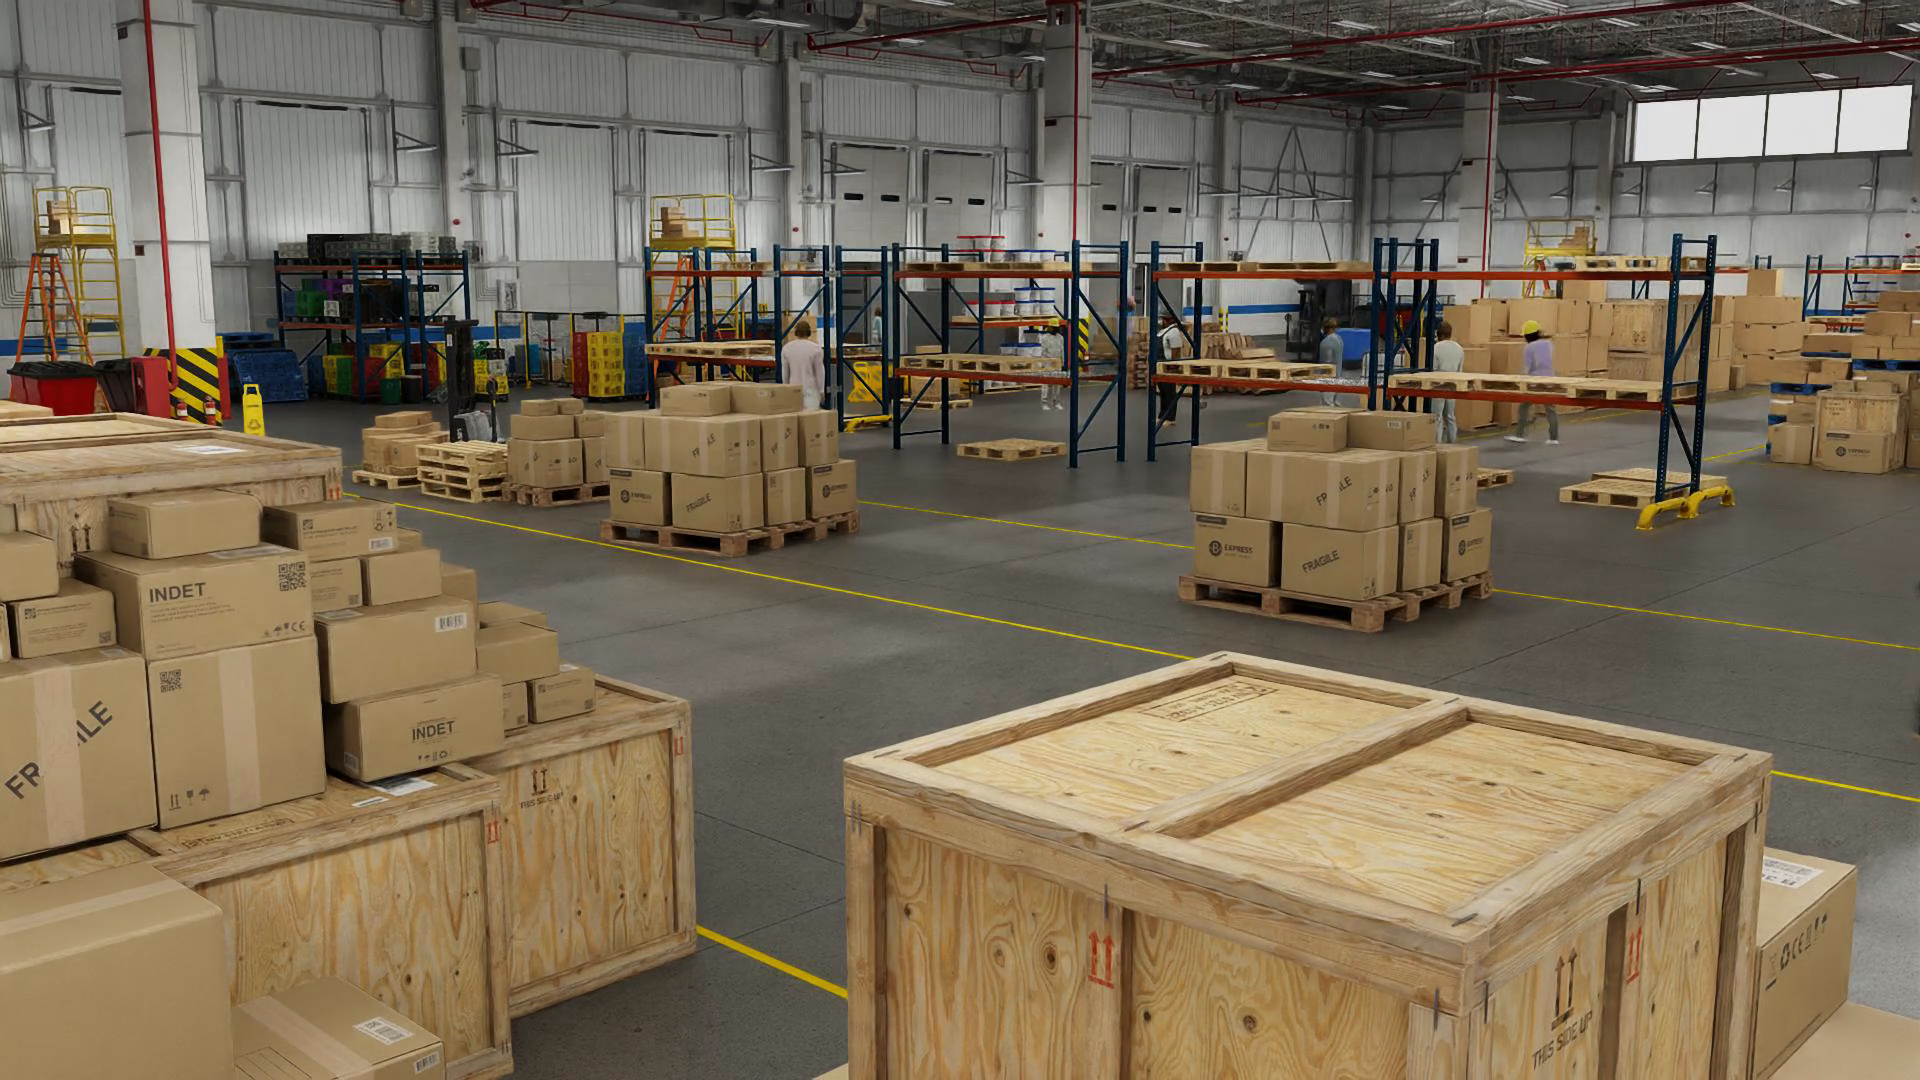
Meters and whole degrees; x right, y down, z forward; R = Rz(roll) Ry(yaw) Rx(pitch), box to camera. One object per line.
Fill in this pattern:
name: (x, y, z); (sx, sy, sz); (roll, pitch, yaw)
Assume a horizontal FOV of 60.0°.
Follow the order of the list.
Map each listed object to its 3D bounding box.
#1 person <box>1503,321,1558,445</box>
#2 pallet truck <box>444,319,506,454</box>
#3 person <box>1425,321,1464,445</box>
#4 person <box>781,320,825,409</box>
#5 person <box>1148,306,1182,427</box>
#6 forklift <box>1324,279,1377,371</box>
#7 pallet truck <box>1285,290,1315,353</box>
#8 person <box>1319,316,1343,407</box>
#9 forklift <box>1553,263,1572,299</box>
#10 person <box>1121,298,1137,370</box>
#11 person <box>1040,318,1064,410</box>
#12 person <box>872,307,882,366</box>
person: (8.725, -2.379, 25.242); (0.602, 1.870, 0.783); (-4, 10, -25)
pallet truck: (-6.981, -1.942, 22.150); (1.885, 1.965, 0.823); (1, 9, 9)
person: (6.736, -2.077, 23.203); (0.627, 1.932, 0.366); (-5, 11, -28)
person: (-2.179, -2.097, 23.278); (0.635, 1.939, 0.359); (3, 10, 16)
person: (3.448, -2.938, 28.124); (0.536, 2.000, 0.672); (-2, 9, -12)
forklift: (9.936, -5.878, 43.584); (1.873, 2.768, 1.129); (9, 13, 43)
pallet truck: (11.297, -6.951, 52.861); (1.885, 1.965, 0.823); (-5, 11, -29)
person: (5.650, -2.446, 25.425); (0.354, 1.936, 0.635); (6, 11, 31)
forklift: (16.601, -6.261, 45.929); (1.873, 2.768, 1.129); (2, 10, 15)
person: (4.262, -5.118, 41.866); (0.569, 1.915, 0.566); (2, 10, 14)
person: (1.753, -3.322, 31.419); (0.487, 1.736, 0.322); (-4, 10, -26)
person: (-2.178, -5.393, 44.434); (0.317, 1.632, 0.525); (-1, 9, -6)
